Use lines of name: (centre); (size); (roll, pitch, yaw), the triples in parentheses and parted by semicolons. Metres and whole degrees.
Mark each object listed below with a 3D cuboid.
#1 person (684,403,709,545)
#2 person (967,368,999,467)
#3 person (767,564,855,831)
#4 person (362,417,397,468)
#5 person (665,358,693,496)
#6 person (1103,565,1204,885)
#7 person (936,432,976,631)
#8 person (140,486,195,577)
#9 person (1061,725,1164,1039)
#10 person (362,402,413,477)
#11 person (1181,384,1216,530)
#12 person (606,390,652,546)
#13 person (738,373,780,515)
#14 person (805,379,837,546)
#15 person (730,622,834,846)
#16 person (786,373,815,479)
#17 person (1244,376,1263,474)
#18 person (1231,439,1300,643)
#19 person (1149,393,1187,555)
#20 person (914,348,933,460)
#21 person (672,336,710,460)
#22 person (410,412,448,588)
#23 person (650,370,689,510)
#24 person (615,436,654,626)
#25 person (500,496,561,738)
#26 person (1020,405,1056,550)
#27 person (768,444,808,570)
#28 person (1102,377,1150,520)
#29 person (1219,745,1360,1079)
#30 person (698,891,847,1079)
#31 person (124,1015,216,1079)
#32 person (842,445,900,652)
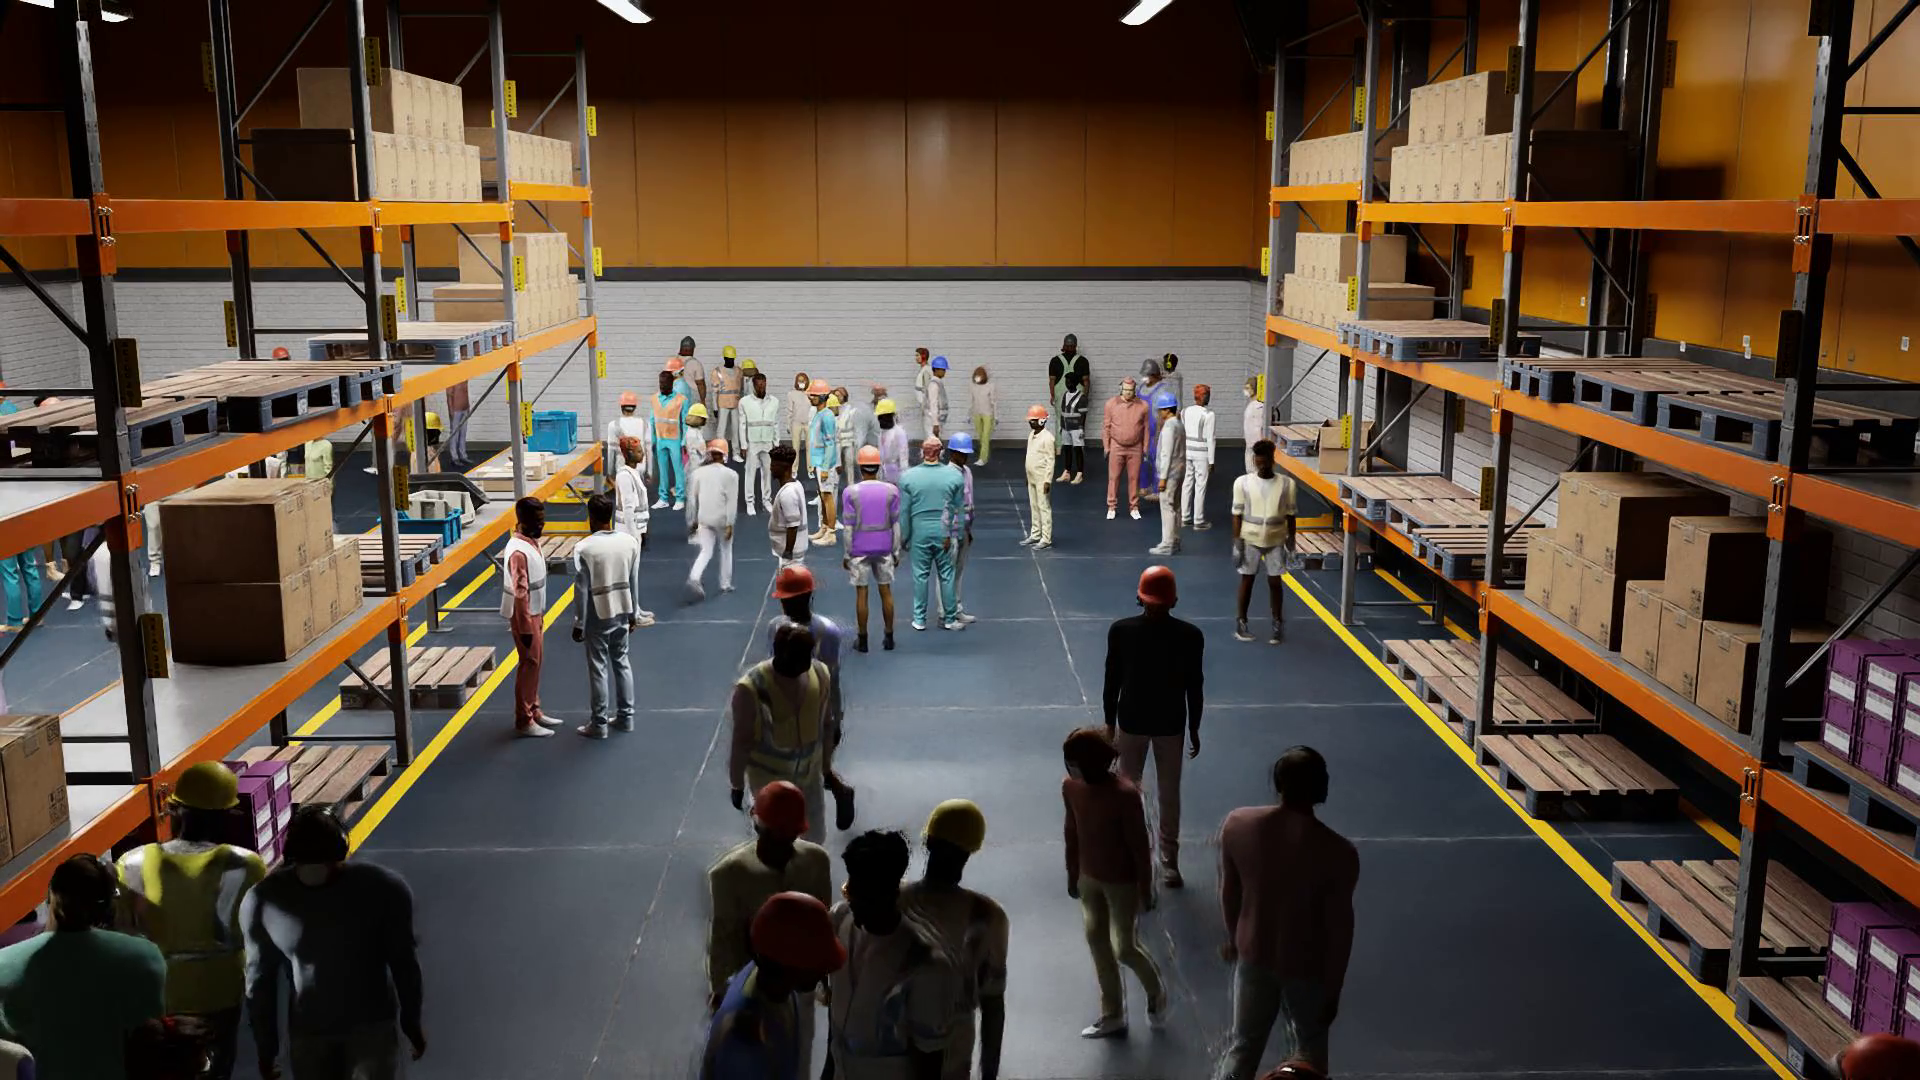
person: (-3.238, -0.819, 20.509); (0.322, 1.735, 0.487); (0, 11, -2)
person: (0.332, -1.966, 26.640); (0.535, 1.588, 0.703); (7, 13, 31)
person: (-0.959, 1.072, 10.572); (0.554, 1.916, 0.696); (6, 13, 28)
person: (-9.103, -2.025, 26.071); (0.588, 1.927, 0.366); (-8, 14, -34)
person: (-4.032, -1.627, 23.912); (0.395, 1.990, 0.619); (-3, 12, -13)
person: (1.171, 1.121, 10.132); (0.609, 1.992, 0.386); (1, 11, 6)
person: (-0.038, -0.097, 16.362); (0.402, 1.944, 0.605); (5, 12, 24)
person: (-8.951, -0.545, 18.706); (0.651, 1.905, 0.407); (-6, 13, -27)
person: (0.742, 1.689, 8.259); (0.476, 1.601, 0.547); (-11, 15, -42)
person: (-8.644, -1.857, 25.422); (0.984, 1.856, 0.646); (-8, 14, -35)
person: (3.065, -1.068, 21.413); (0.351, 1.878, 0.568); (-9, 14, -38)
person: (-4.002, -0.876, 20.368); (0.547, 1.912, 0.811); (-8, 14, -36)
person: (-2.706, -1.305, 22.480); (0.587, 1.920, 0.392); (-7, 13, -30)
person: (-1.700, -0.949, 20.380); (0.378, 2.045, 0.605); (-3, 12, -14)
person: (-1.006, 1.337, 9.502); (0.652, 1.816, 0.443); (-6, 13, -28)
person: (-2.397, -1.743, 25.394); (0.507, 1.632, 0.268); (-1, 11, -7)
person: (3.876, -1.189, 21.874); (0.360, 1.929, 0.630); (1, 11, 5)
person: (2.902, 0.003, 15.817); (0.646, 1.960, 0.373); (2, 11, 9)
person: (2.499, -0.786, 19.861); (0.420, 1.931, 0.621); (4, 12, 20)
person: (-0.557, -2.238, 27.341); (0.396, 1.847, 0.565); (-1, 11, -5)
person: (-4.411, -2.331, 27.321); (0.687, 2.000, 0.538); (6, 13, 29)
person: (-5.782, -0.439, 18.156); (0.410, 1.918, 0.585); (-3, 12, -13)
person: (-3.978, -1.371, 22.814); (0.589, 1.920, 0.398); (5, 12, 23)
person: (-3.238, -0.092, 16.493); (0.355, 1.883, 0.573); (-2, 11, -8)
person: (-3.375, 0.598, 12.976); (0.403, 1.908, 0.598); (-1, 11, -7)
person: (0.942, -0.767, 20.198); (0.330, 1.750, 0.572); (-5, 12, -25)
person: (-1.589, 0.086, 15.389); (0.362, 1.963, 0.613); (0, 11, -2)
person: (2.208, -1.211, 22.061); (0.638, 1.902, 0.407); (0, 11, -2)
person: (1.348, 1.791, 7.036); (0.643, 1.907, 0.975); (7, 13, 32)
person: (-0.668, 2.058, 5.522); (1.062, 1.954, 0.651); (2, 11, 9)
person: (-2.325, 2.263, 4.824); (0.449, 1.823, 0.597); (-8, 14, -36)
person: (-0.833, 0.079, 15.502); (0.551, 1.932, 0.378); (-3, 12, -15)
